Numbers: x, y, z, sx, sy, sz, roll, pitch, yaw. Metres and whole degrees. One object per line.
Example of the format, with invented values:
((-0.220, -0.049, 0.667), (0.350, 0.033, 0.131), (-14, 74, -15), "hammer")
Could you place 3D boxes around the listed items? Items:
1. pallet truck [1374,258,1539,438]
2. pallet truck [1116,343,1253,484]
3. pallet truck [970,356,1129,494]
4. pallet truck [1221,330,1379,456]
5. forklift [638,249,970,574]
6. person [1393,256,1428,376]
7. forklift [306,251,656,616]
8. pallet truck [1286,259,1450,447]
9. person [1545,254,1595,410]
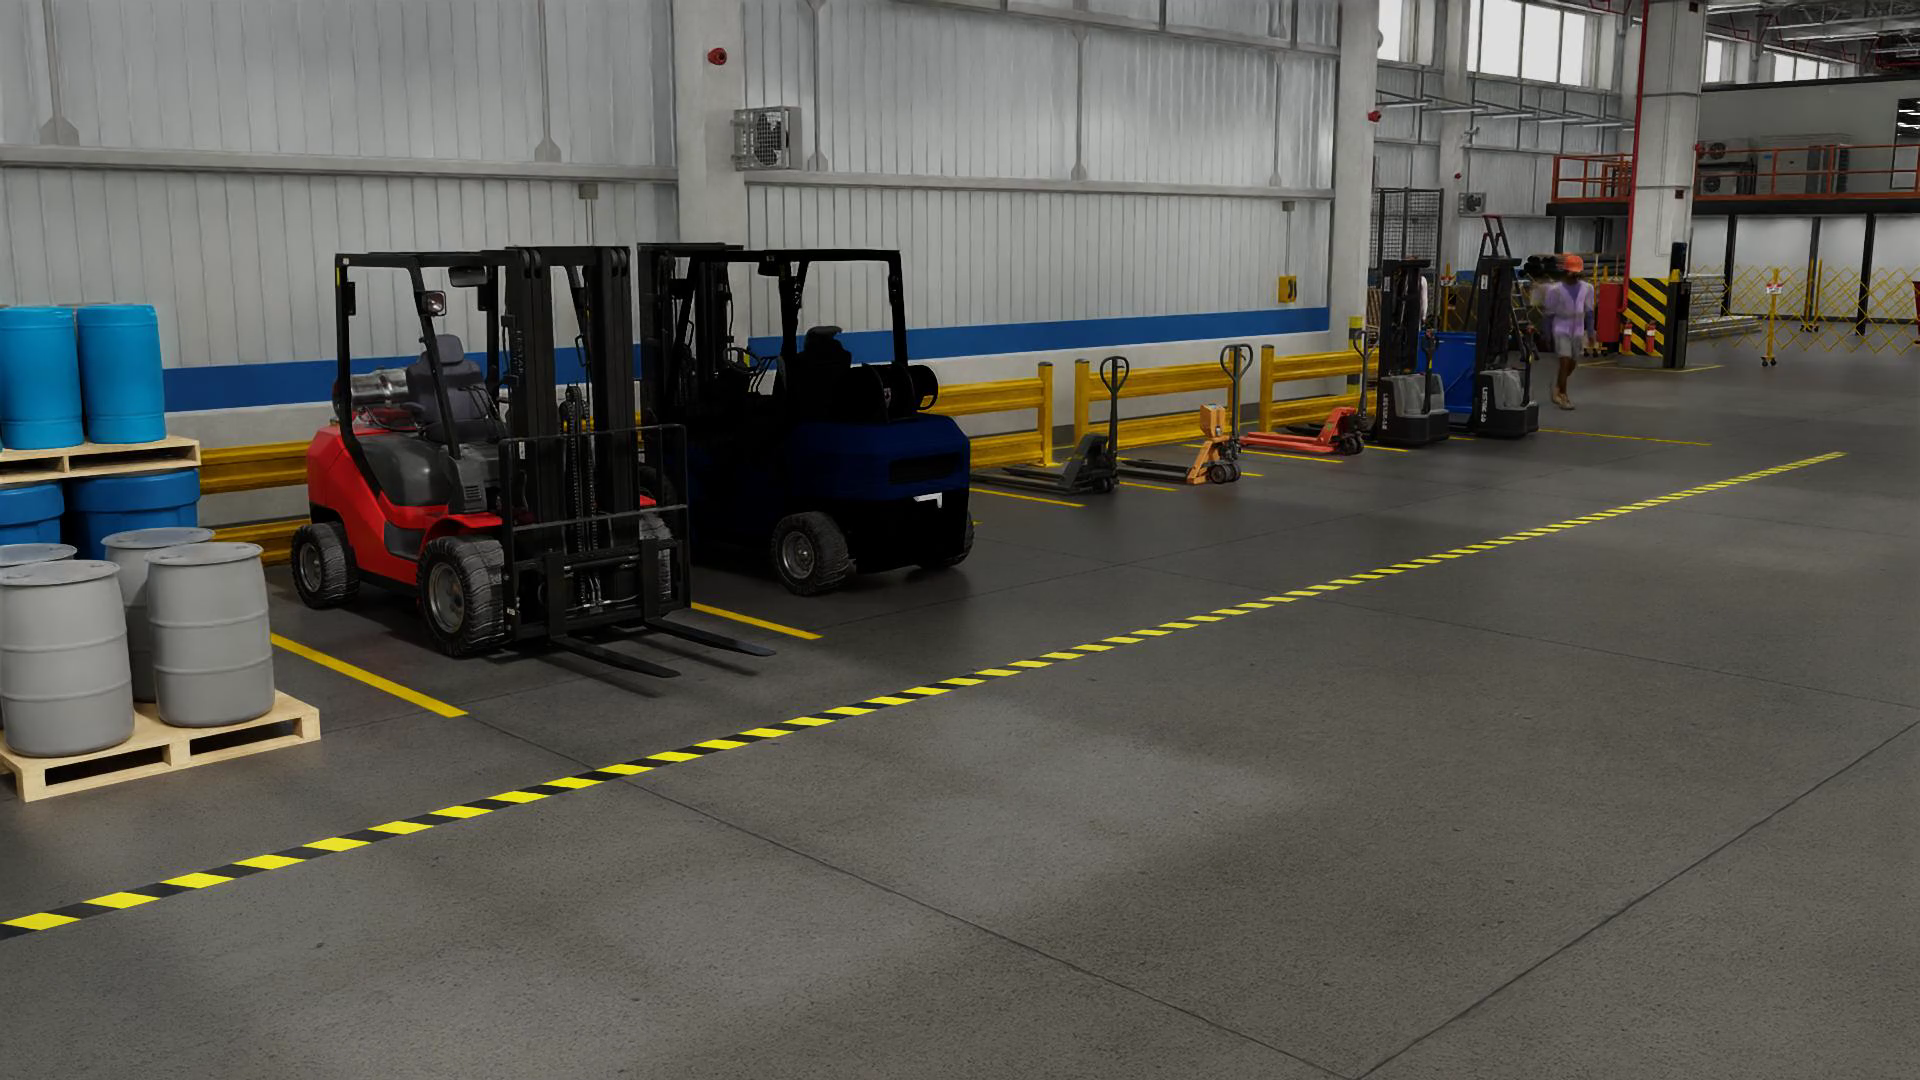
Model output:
((5.704, -2.208, 18.901), (1.885, 1.965, 0.823), (10, 14, 43), "pallet truck")
((1.962, -1.215, 15.415), (1.522, 1.261, 0.704), (10, 14, 43), "pallet truck")
((0.784, -1.085, 14.876), (0.680, 1.201, 1.601), (-10, 14, -44), "pallet truck")
((3.563, -1.581, 17.381), (0.653, 1.274, 1.630), (-10, 14, -44), "pallet truck")
((-1.173, -0.958, 11.239), (2.680, 1.987, 1.157), (10, 14, 43), "forklift")
((7.140, -3.571, 26.596), (0.639, 1.904, 0.410), (3, 11, 17), "person")
((-2.833, -0.669, 9.694), (1.157, 1.987, 2.680), (-10, 14, -44), "forklift")
((4.493, -2.078, 18.196), (0.823, 1.965, 1.885), (-9, 14, -40), "pallet truck")
((7.882, -2.717, 21.657), (0.603, 2.013, 0.862), (-1, 10, -4), "person")
